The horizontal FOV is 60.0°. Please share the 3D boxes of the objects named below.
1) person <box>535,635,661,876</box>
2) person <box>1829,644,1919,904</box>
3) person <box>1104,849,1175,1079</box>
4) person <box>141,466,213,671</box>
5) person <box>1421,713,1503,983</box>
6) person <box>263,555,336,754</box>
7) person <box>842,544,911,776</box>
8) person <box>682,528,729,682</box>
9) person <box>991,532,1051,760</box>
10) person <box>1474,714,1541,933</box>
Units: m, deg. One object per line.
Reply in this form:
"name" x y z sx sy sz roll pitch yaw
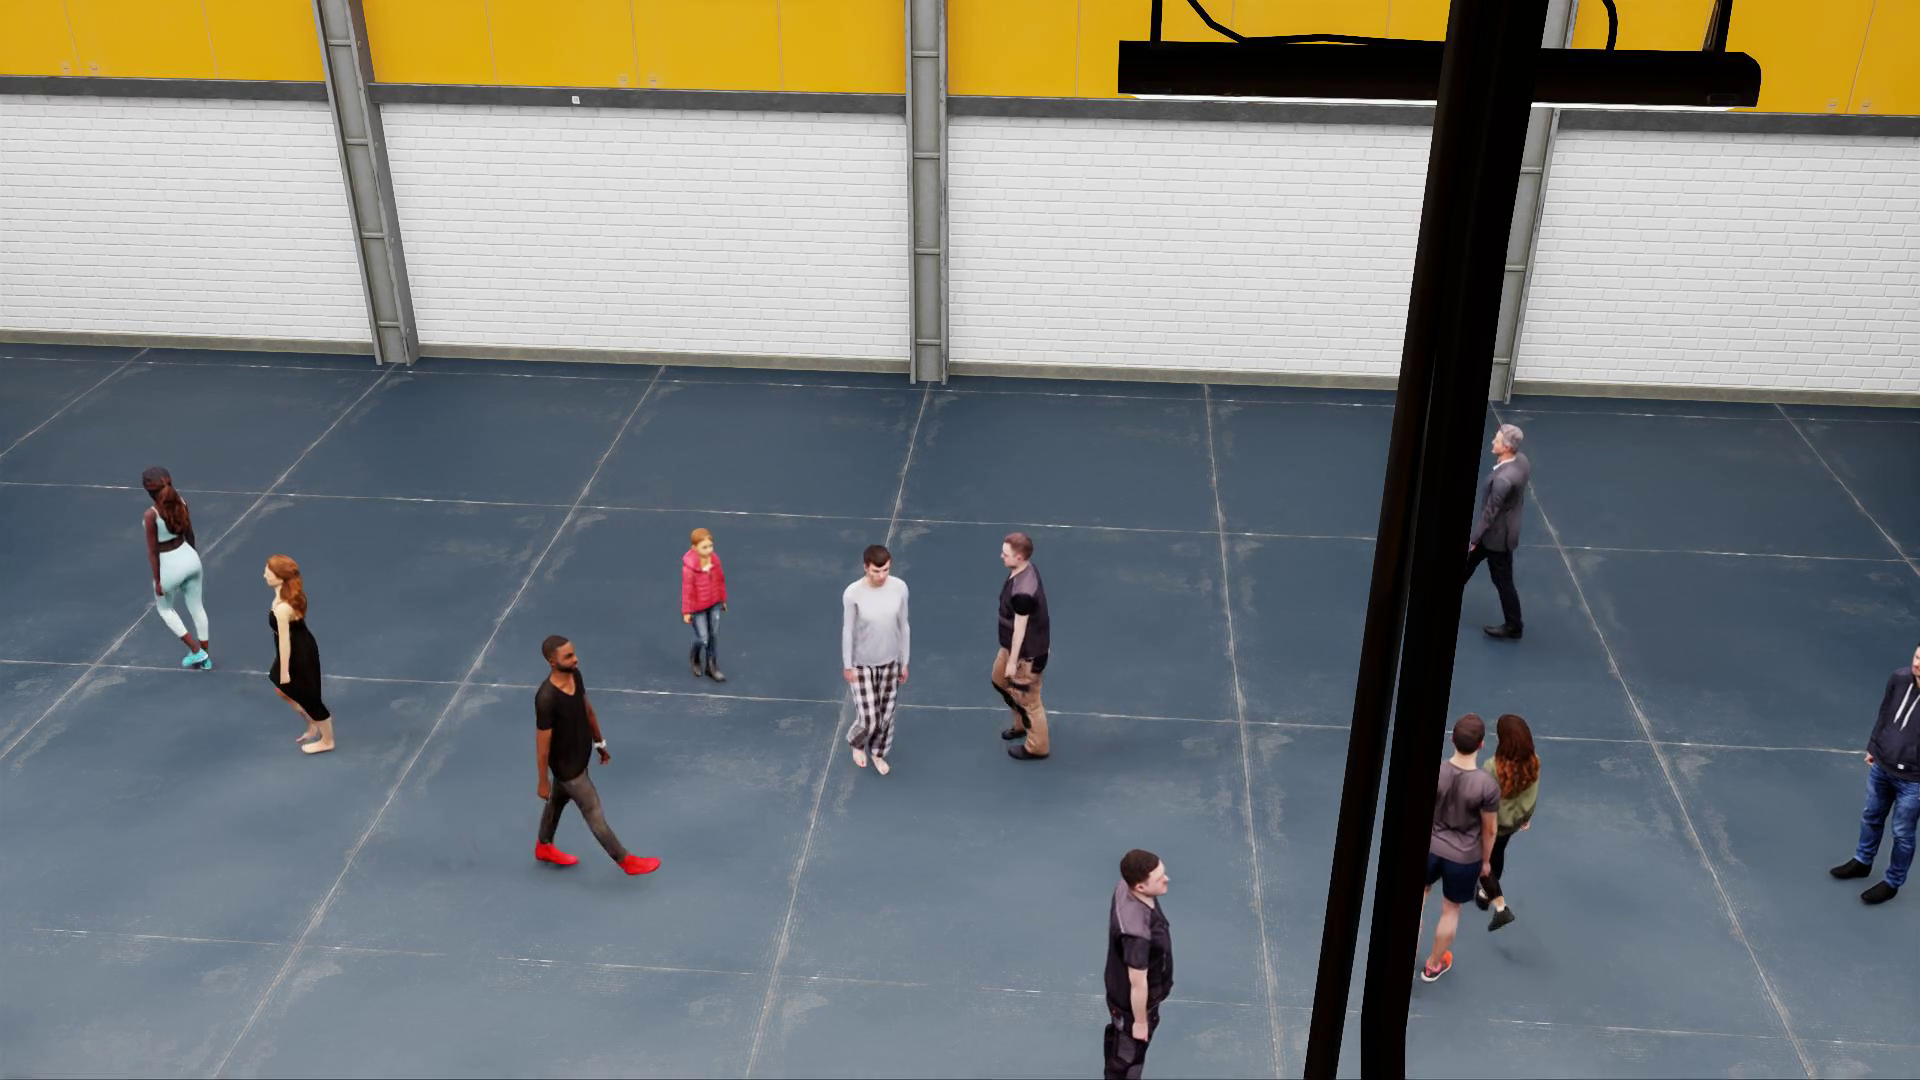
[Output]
"person" -2.568 1.391 10.584 1.165 1.765 0.757 5 29 10
"person" 5.929 1.415 10.410 0.746 1.889 0.761 -10 30 -18
"person" 0.908 2.368 8.710 0.556 1.845 0.695 2 29 5
"person" -5.928 0.254 12.715 0.701 1.720 0.689 15 32 25
"person" 2.856 1.830 9.687 0.677 1.854 0.794 18 33 29
"person" -4.602 0.816 11.792 0.707 1.618 0.674 -6 29 -12
"person" -0.610 0.786 11.619 0.758 1.835 0.826 -10 30 -17
"person" -1.995 0.479 12.730 0.656 1.311 0.715 -23 36 -35
"person" 0.553 0.755 11.693 0.660 1.819 0.702 1 29 1
"person" 3.350 1.760 10.222 0.848 1.462 0.843 -10 30 -18
